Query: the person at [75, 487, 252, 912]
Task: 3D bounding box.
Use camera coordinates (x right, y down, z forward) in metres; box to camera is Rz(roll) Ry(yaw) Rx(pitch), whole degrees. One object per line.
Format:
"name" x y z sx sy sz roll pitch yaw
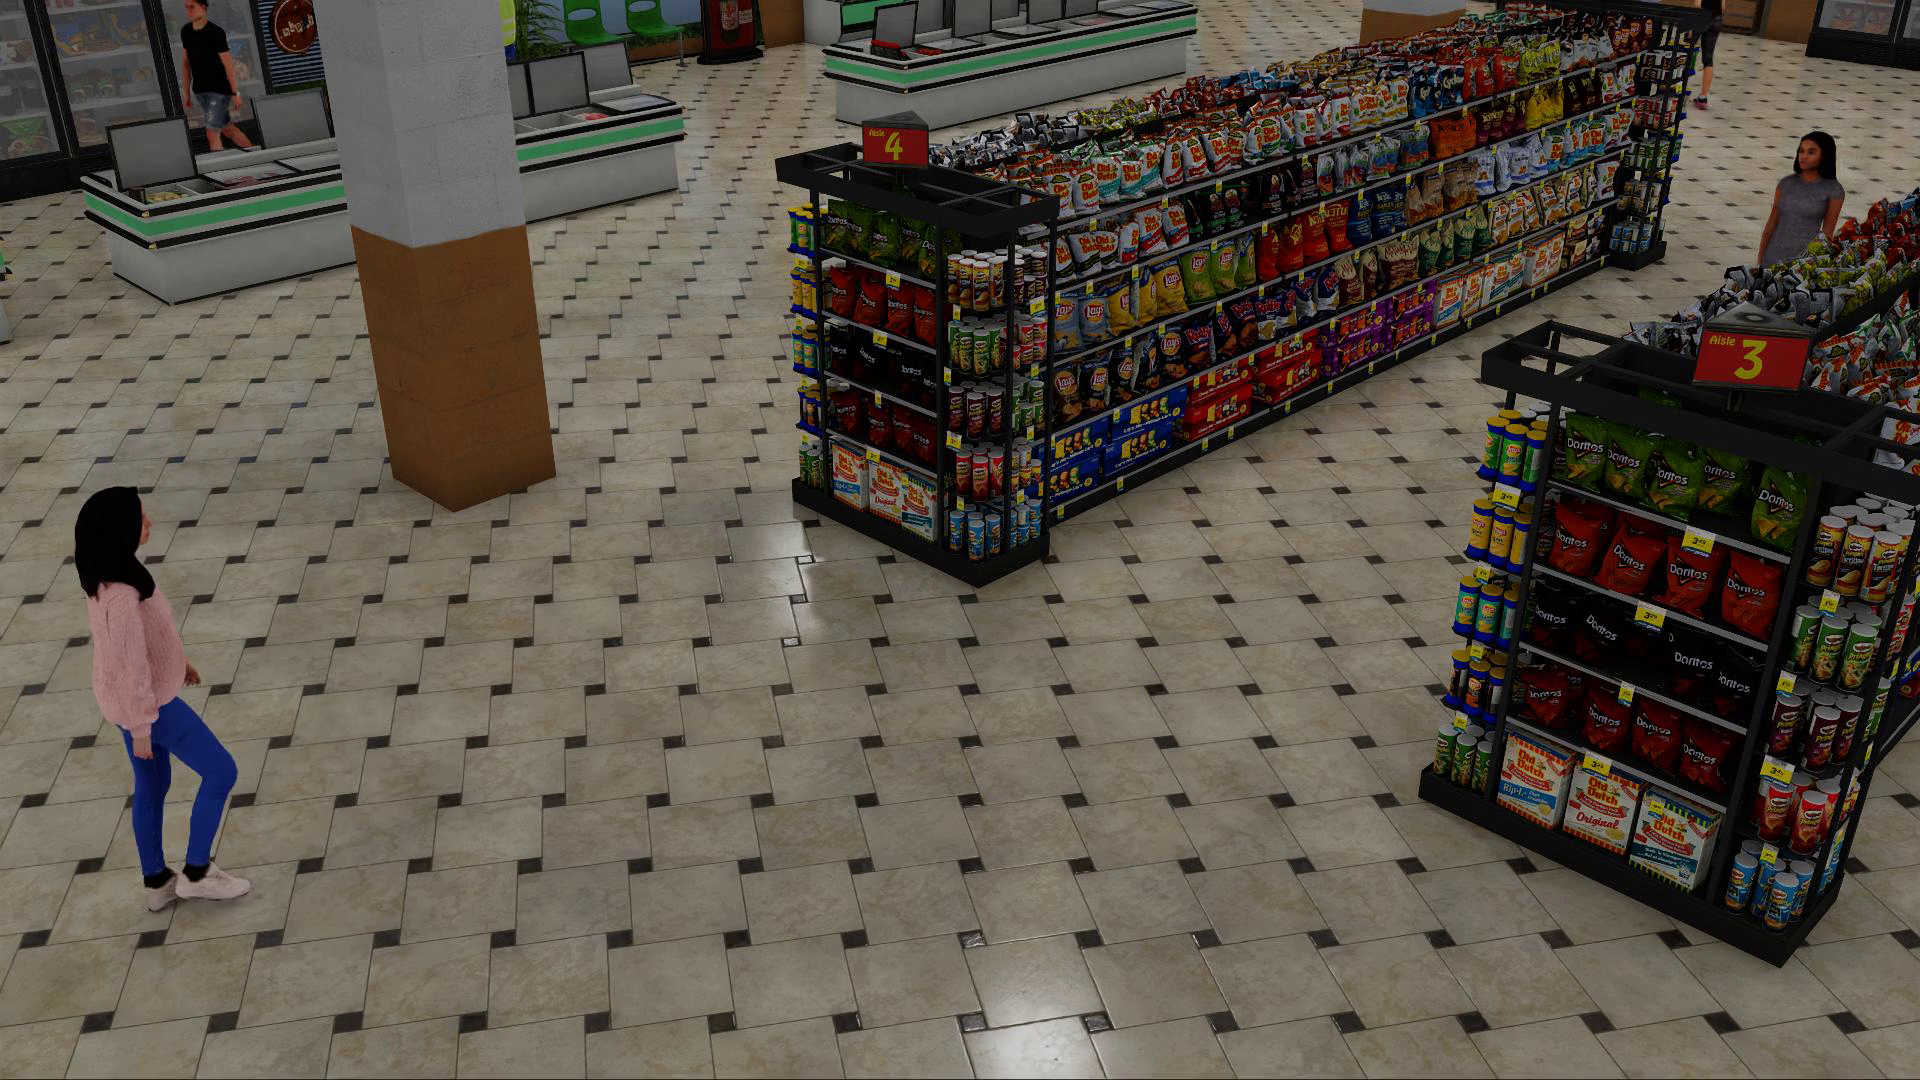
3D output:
"person" -3.056 0.641 6.044 0.683 1.751 0.705 -19 33 -33

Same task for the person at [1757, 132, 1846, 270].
"person" 5.396 -1.740 10.723 0.768 1.766 0.630 -20 33 -35

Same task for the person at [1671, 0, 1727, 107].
"person" 8.421 -5.739 18.689 1.060 1.694 1.062 -3 27 -6

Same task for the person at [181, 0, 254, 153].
"person" -6.863 -4.169 15.460 0.954 1.815 1.279 12 29 23
